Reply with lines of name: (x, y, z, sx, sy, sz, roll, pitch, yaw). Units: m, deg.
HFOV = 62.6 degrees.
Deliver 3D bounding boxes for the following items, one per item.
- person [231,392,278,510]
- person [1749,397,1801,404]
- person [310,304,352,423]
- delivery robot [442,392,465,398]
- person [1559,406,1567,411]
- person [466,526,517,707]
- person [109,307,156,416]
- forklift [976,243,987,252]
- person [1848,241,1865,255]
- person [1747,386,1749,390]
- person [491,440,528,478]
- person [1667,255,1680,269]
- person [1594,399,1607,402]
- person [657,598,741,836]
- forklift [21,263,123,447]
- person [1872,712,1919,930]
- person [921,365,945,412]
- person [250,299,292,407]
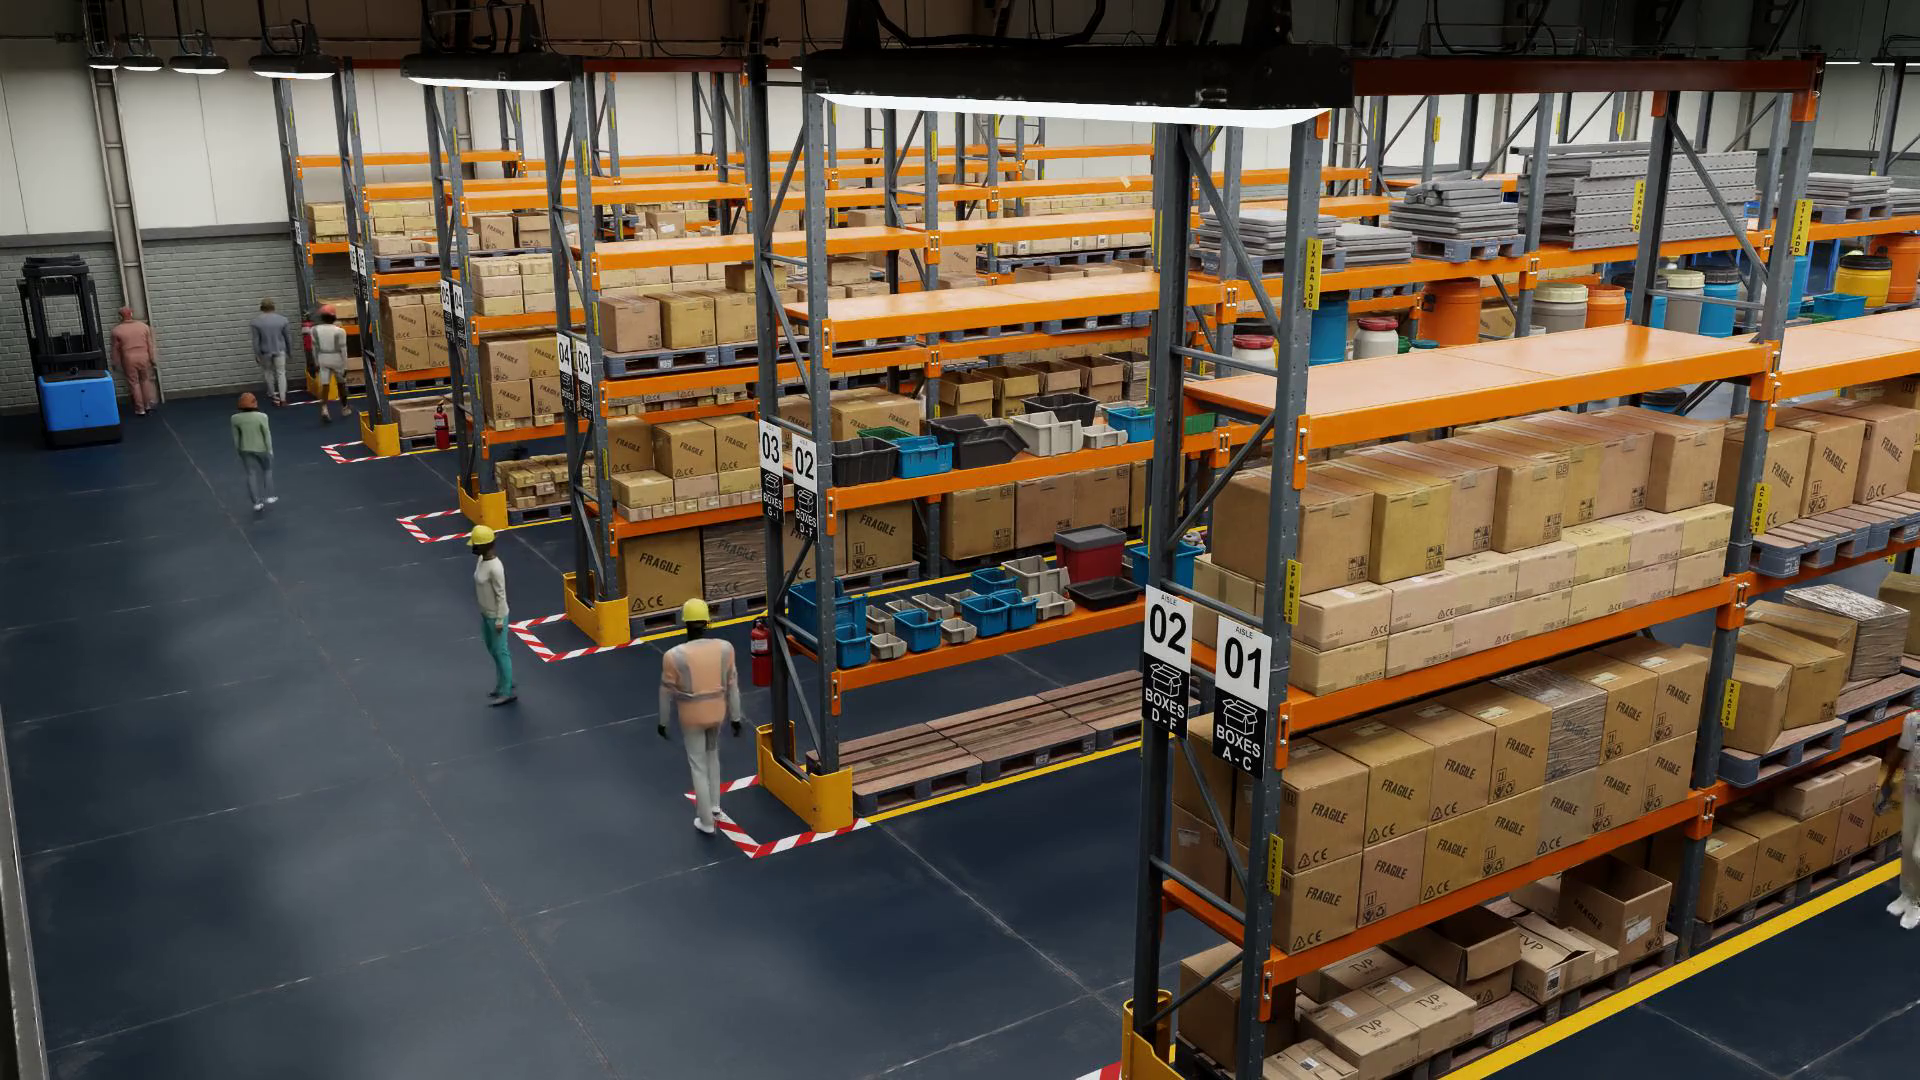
person: (-9.702, -1.250, 21.759, 0.529, 1.607, 0.645, -2, 17, -5)
person: (14.729, -3.257, 28.382, 0.847, 1.598, 0.531, 3, 17, 11)
person: (-10.740, -3.011, 26.902, 0.624, 2.013, 0.969, -1, 17, -5)
delivery robot: (-8.638, -2.384, 27.193, 0.707, 0.478, 0.477, -15, 22, -40)
person: (10.084, -2.829, 26.438, 0.591, 1.917, 0.379, 2, 17, 7)
person: (-4.461, 0.709, 15.124, 0.420, 1.765, 0.540, -12, 20, -33)
person: (-14.433, -3.126, 27.455, 0.738, 1.884, 0.678, 16, 23, 42)
forklift: (0.988, -5.474, 34.718, 1.214, 2.155, 2.313, -10, 20, -31)
person: (21.515, -6.264, 37.893, 0.437, 1.809, 0.655, -3, 17, -10)
person: (14.842, -3.602, 29.155, 0.626, 1.822, 0.633, 2, 17, 7)
person: (-6.450, -1.664, 22.632, 0.580, 1.923, 0.544, -11, 20, -33)
person: (16.490, -5.870, 36.716, 0.479, 1.727, 0.502, 4, 17, 12)
person: (11.309, -3.424, 28.433, 0.985, 1.888, 0.655, -1, 17, -3)
person: (-2.100, 1.391, 12.628, 0.601, 1.897, 0.674, -12, 20, -33)
forklift: (-14.518, -3.079, 25.708, 1.129, 2.768, 1.873, -10, 20, -31)
person: (6.813, 1.856, 11.204, 0.603, 1.850, 0.531, -10, 20, -30)
person: (-0.379, -1.568, 22.392, 0.543, 1.869, 0.587, -11, 20, -31)
person: (-12.325, -3.383, 28.297, 0.646, 1.892, 0.952, -8, 19, -26)
